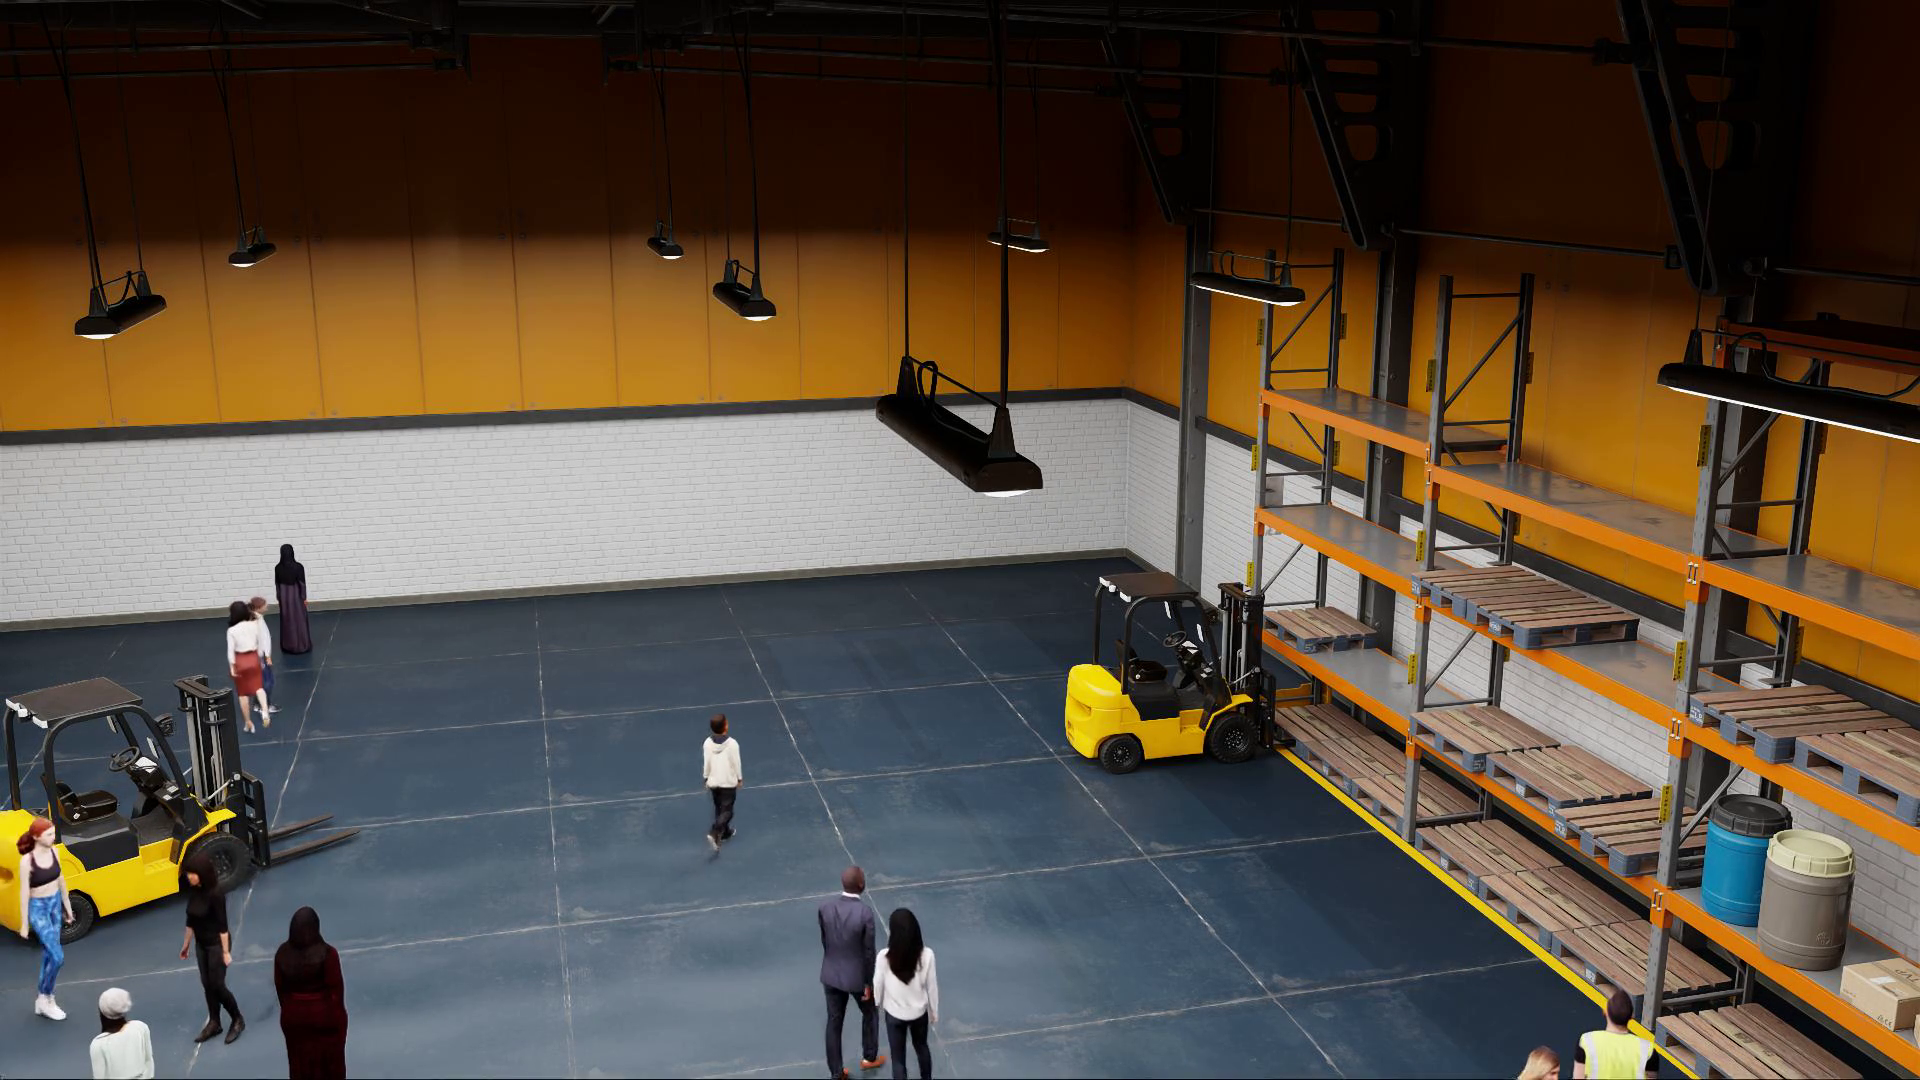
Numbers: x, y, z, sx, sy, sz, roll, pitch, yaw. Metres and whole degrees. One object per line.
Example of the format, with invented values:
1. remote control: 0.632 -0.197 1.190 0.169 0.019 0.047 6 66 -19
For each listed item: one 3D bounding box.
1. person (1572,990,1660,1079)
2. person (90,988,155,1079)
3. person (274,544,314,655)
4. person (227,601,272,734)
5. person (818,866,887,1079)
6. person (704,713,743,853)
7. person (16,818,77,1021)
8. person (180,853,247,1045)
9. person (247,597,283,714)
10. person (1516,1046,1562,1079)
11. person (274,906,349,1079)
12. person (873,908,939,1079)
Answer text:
1. person: 4.381 3.872 11.196 0.838 1.846 0.878 3 14 13
2. person: -5.827 3.875 11.612 0.679 1.645 0.646 10 17 36
3. person: -9.732 0.843 24.202 0.714 1.611 0.724 1 14 4
4. person: -8.850 1.620 20.729 0.989 1.736 0.855 13 19 43
5. person: -0.915 3.455 13.007 0.910 1.804 0.977 5 15 20
6. person: -2.522 2.559 17.476 0.880 1.443 0.965 6 15 24
7. person: -7.832 3.206 14.117 0.785 1.765 0.714 4 14 17
8. person: -6.177 3.345 13.811 0.694 1.639 0.756 8 16 31
9. person: -9.124 1.482 21.689 0.648 1.552 0.795 9 16 32
10. person: 3.634 4.038 10.924 0.592 1.651 0.903 -2 14 -8
11. person: -4.878 3.593 12.536 0.743 1.757 0.732 1 14 4
12. person: -0.411 3.620 12.592 0.673 1.678 0.792 -1 14 -6
